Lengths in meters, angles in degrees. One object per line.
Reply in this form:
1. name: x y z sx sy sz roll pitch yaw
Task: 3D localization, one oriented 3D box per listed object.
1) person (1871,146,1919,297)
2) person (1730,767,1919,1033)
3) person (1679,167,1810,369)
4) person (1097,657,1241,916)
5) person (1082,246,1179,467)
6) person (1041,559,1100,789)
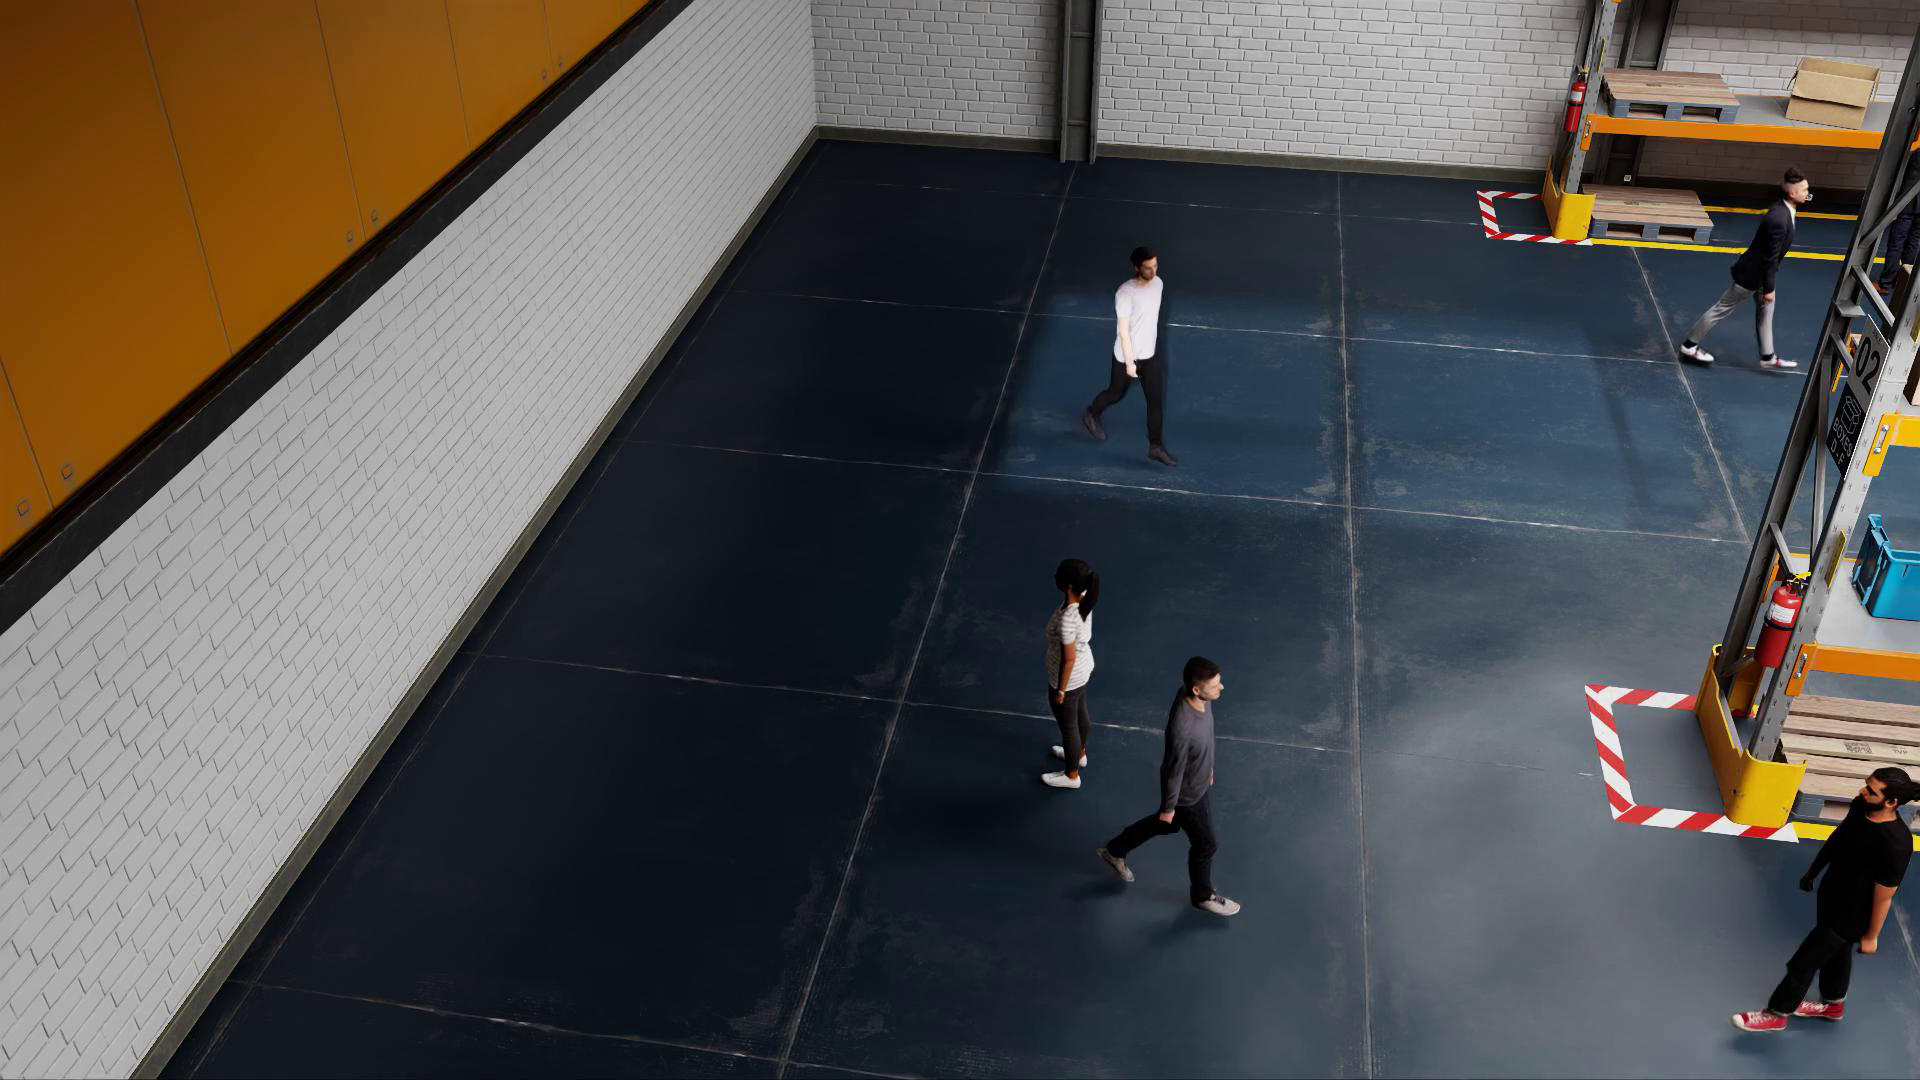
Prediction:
1. person: 9.175 -3.236 15.993 0.725 1.799 0.837 -14 36 -20
2. person: 4.565 1.848 8.397 0.846 1.740 0.659 4 34 6
3. person: 6.895 -2.366 14.595 1.308 1.896 1.025 21 39 28
4. person: 1.157 1.333 9.174 1.071 1.736 0.635 7 34 10
5. person: 1.327 -1.517 13.383 1.188 1.823 1.244 -21 39 -29
6. person: 0.678 0.799 10.060 0.571 1.646 0.603 12 35 17
